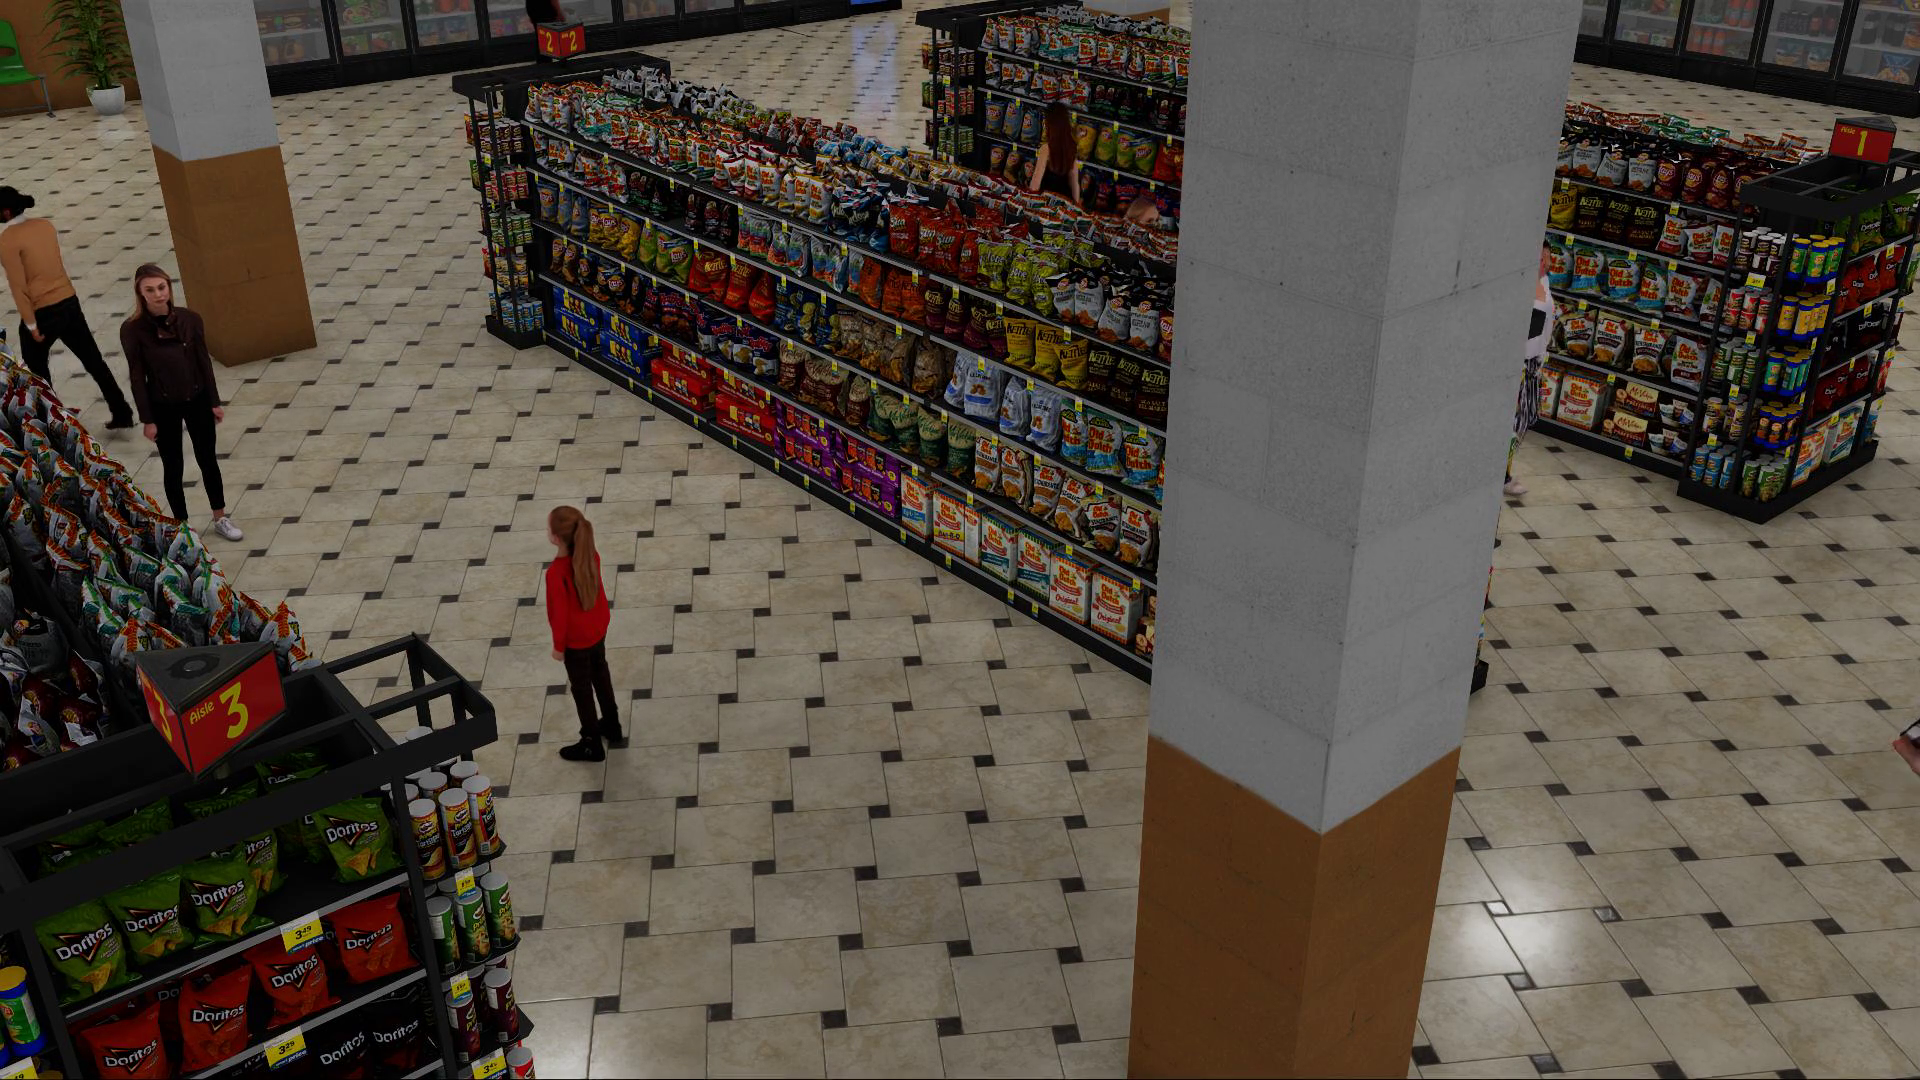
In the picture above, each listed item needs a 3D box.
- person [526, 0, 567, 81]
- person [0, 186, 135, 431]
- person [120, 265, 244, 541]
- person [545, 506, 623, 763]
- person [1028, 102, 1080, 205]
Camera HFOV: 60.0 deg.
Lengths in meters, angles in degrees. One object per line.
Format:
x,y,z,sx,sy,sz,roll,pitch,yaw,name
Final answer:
-5.322,-6.659,21.065,0.742,1.816,0.568,-24,35,-38,person
-5.913,-1.470,10.945,1.241,1.714,1.020,11,29,20,person
-4.488,-0.764,9.563,0.607,1.704,0.495,-22,34,-37,person
-1.755,0.427,7.684,0.602,1.281,0.572,10,28,18,person
0.818,-2.548,13.088,1.082,1.697,0.655,23,35,38,person
